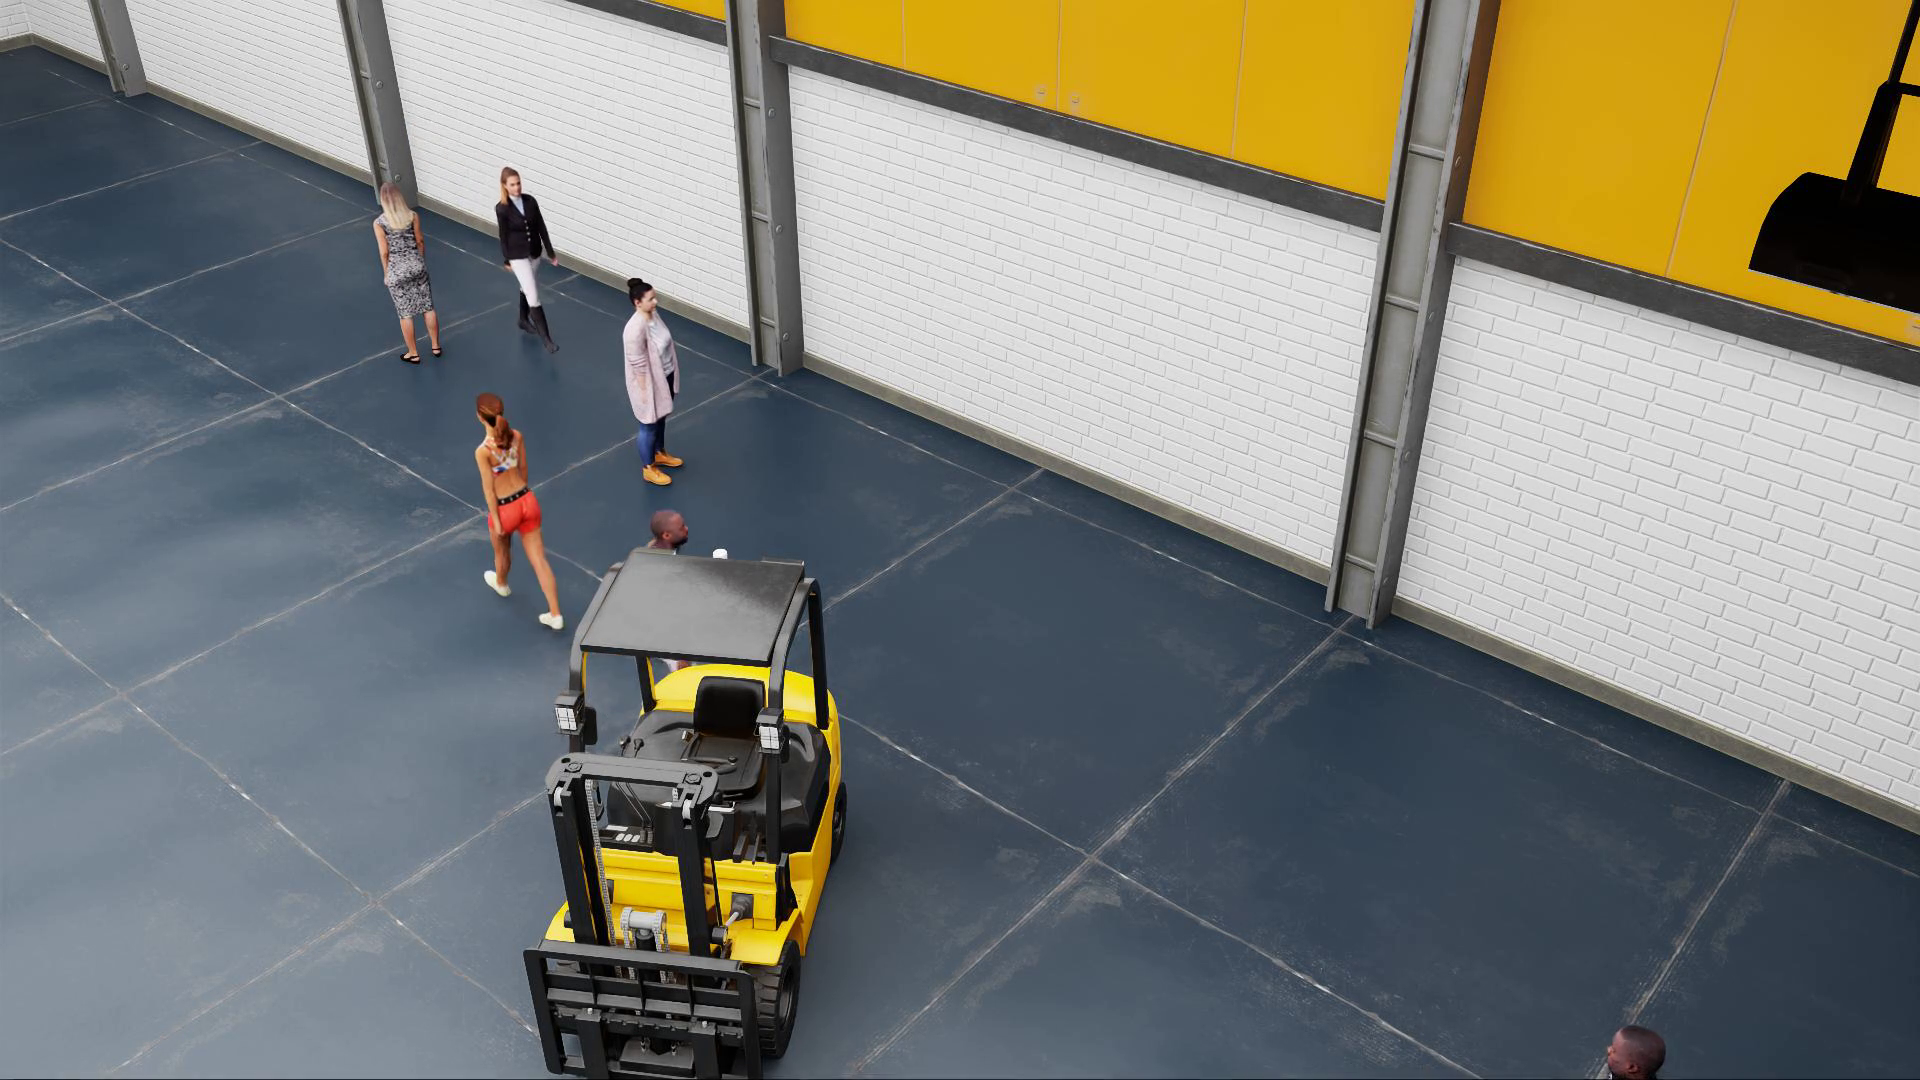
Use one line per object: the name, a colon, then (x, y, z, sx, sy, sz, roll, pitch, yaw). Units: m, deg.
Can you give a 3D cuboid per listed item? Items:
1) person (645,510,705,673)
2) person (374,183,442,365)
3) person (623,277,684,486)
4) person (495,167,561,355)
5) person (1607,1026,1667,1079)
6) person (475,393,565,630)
person: (-1.854, 0.624, 10.372, 0.971, 1.813, 0.897, -9, 35, -13)
person: (-4.998, -2.410, 15.032, 0.606, 1.706, 0.564, -22, 40, -30)
person: (-2.483, -1.291, 13.316, 0.800, 1.743, 0.794, 6, 34, 9)
person: (-4.041, -2.602, 15.343, 0.690, 1.681, 1.162, -27, 42, -34)
person: (2.884, 2.818, 7.078, 0.946, 1.803, 0.904, -9, 35, -13)
person: (-3.060, -0.149, 11.600, 1.141, 1.739, 0.589, 26, 42, 33)
